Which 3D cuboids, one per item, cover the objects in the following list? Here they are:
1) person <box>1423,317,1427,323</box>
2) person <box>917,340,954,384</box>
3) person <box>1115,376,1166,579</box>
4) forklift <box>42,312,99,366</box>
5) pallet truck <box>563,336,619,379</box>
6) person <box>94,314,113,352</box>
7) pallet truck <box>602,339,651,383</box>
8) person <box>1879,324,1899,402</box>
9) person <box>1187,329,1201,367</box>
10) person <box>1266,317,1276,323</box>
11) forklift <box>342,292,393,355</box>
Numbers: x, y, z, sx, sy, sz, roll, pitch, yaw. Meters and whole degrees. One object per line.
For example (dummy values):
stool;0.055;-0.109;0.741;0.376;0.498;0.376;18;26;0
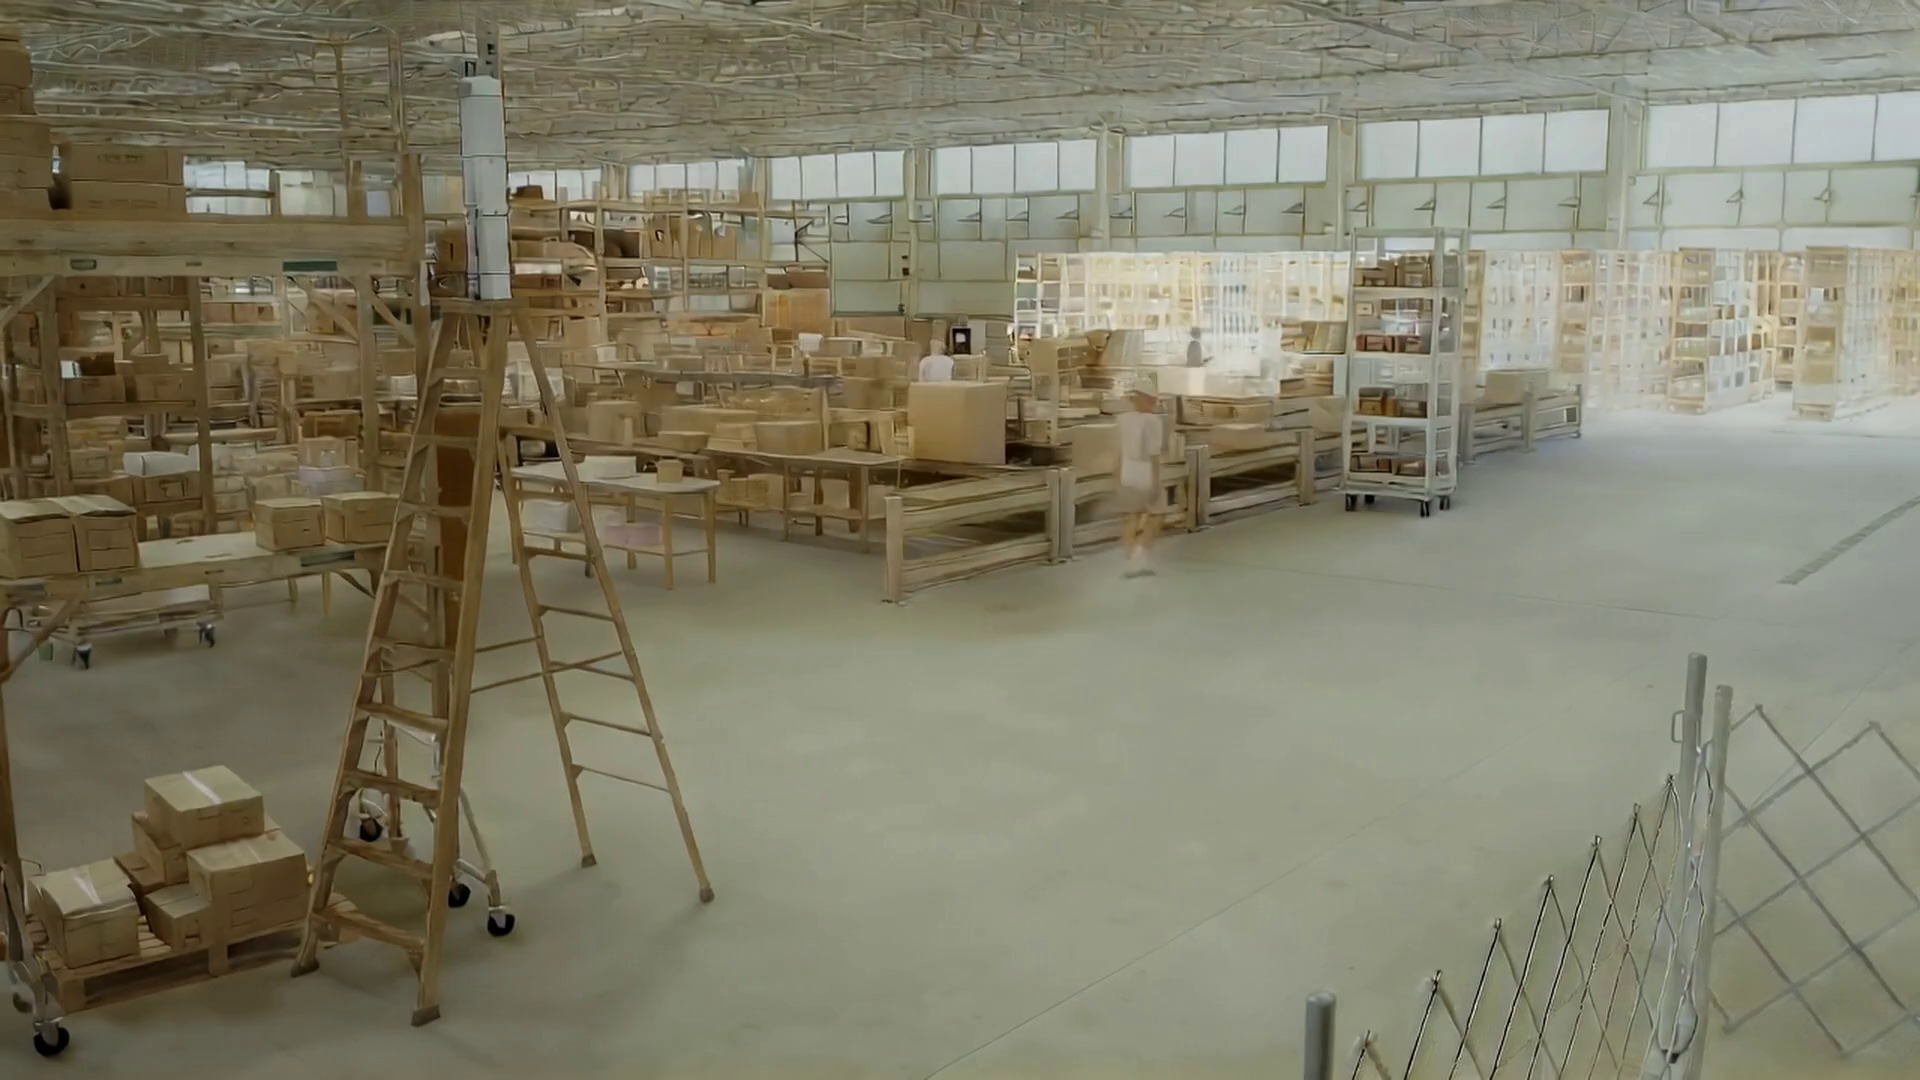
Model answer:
person;13.142;-5.395;46.963;0.586;1.833;0.403;1;9;5
person;-0.432;-2.498;28.742;0.709;1.889;0.401;-4;10;-22
person;1.785;-0.602;16.467;0.473;2.026;0.620;-9;13;-44
forklift;-23.779;-5.451;44.052;1.873;2.768;1.129;7;11;36
pallet truck;-10.690;-5.294;48.215;1.601;1.201;0.680;-5;10;-26
person;-28.401;-6.642;55.157;0.570;1.695;0.332;-8;12;-40
pallet truck;-8.991;-4.871;45.351;0.653;1.274;1.630;7;11;37
person;22.007;-4.188;39.436;0.439;1.831;0.559;7;12;39
person;5.428;-4.071;38.989;0.793;1.742;0.527;8;12;43
person;9.217;-5.786;48.895;0.622;1.993;0.382;-5;10;-27
forklift;-16.485;-5.622;45.120;1.129;2.768;1.873;7;11;37
